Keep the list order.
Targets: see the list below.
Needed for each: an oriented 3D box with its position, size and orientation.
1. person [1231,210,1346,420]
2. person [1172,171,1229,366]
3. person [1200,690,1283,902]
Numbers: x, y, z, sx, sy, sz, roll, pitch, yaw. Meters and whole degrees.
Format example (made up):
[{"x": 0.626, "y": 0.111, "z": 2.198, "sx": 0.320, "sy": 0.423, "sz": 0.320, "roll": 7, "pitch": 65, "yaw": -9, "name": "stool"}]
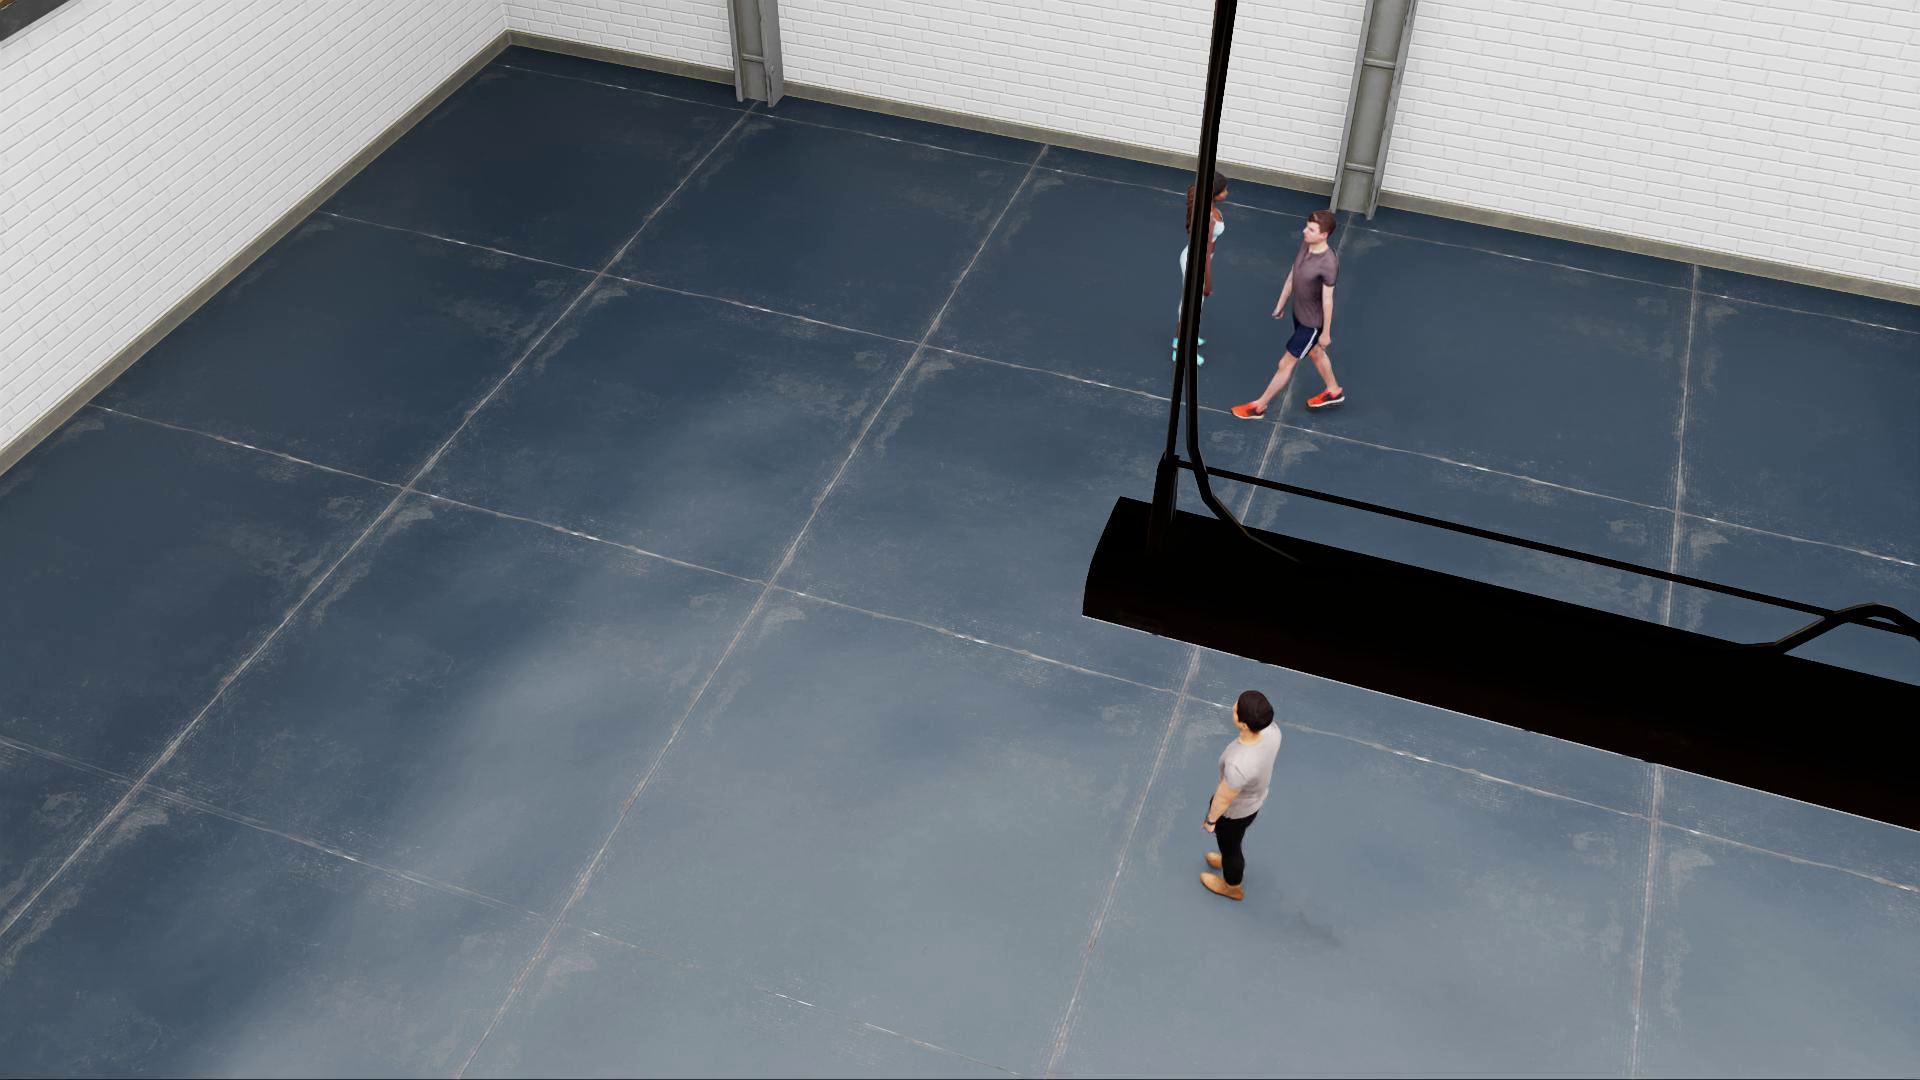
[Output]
[{"x": 2.712, "y": -1.677, "z": 12.559, "sx": 1.278, "sy": 1.799, "sz": 1.091, "roll": -9, "pitch": 44, "yaw": -10, "name": "person"}, {"x": 1.867, "y": -2.154, "z": 13.114, "sx": 0.649, "sy": 1.723, "sz": 0.643, "roll": -2, "pitch": 44, "yaw": -2, "name": "person"}, {"x": 1.629, "y": 1.481, "z": 9.305, "sx": 0.672, "sy": 1.715, "sz": 0.683, "roll": 27, "pitch": 50, "yaw": 25, "name": "person"}]
